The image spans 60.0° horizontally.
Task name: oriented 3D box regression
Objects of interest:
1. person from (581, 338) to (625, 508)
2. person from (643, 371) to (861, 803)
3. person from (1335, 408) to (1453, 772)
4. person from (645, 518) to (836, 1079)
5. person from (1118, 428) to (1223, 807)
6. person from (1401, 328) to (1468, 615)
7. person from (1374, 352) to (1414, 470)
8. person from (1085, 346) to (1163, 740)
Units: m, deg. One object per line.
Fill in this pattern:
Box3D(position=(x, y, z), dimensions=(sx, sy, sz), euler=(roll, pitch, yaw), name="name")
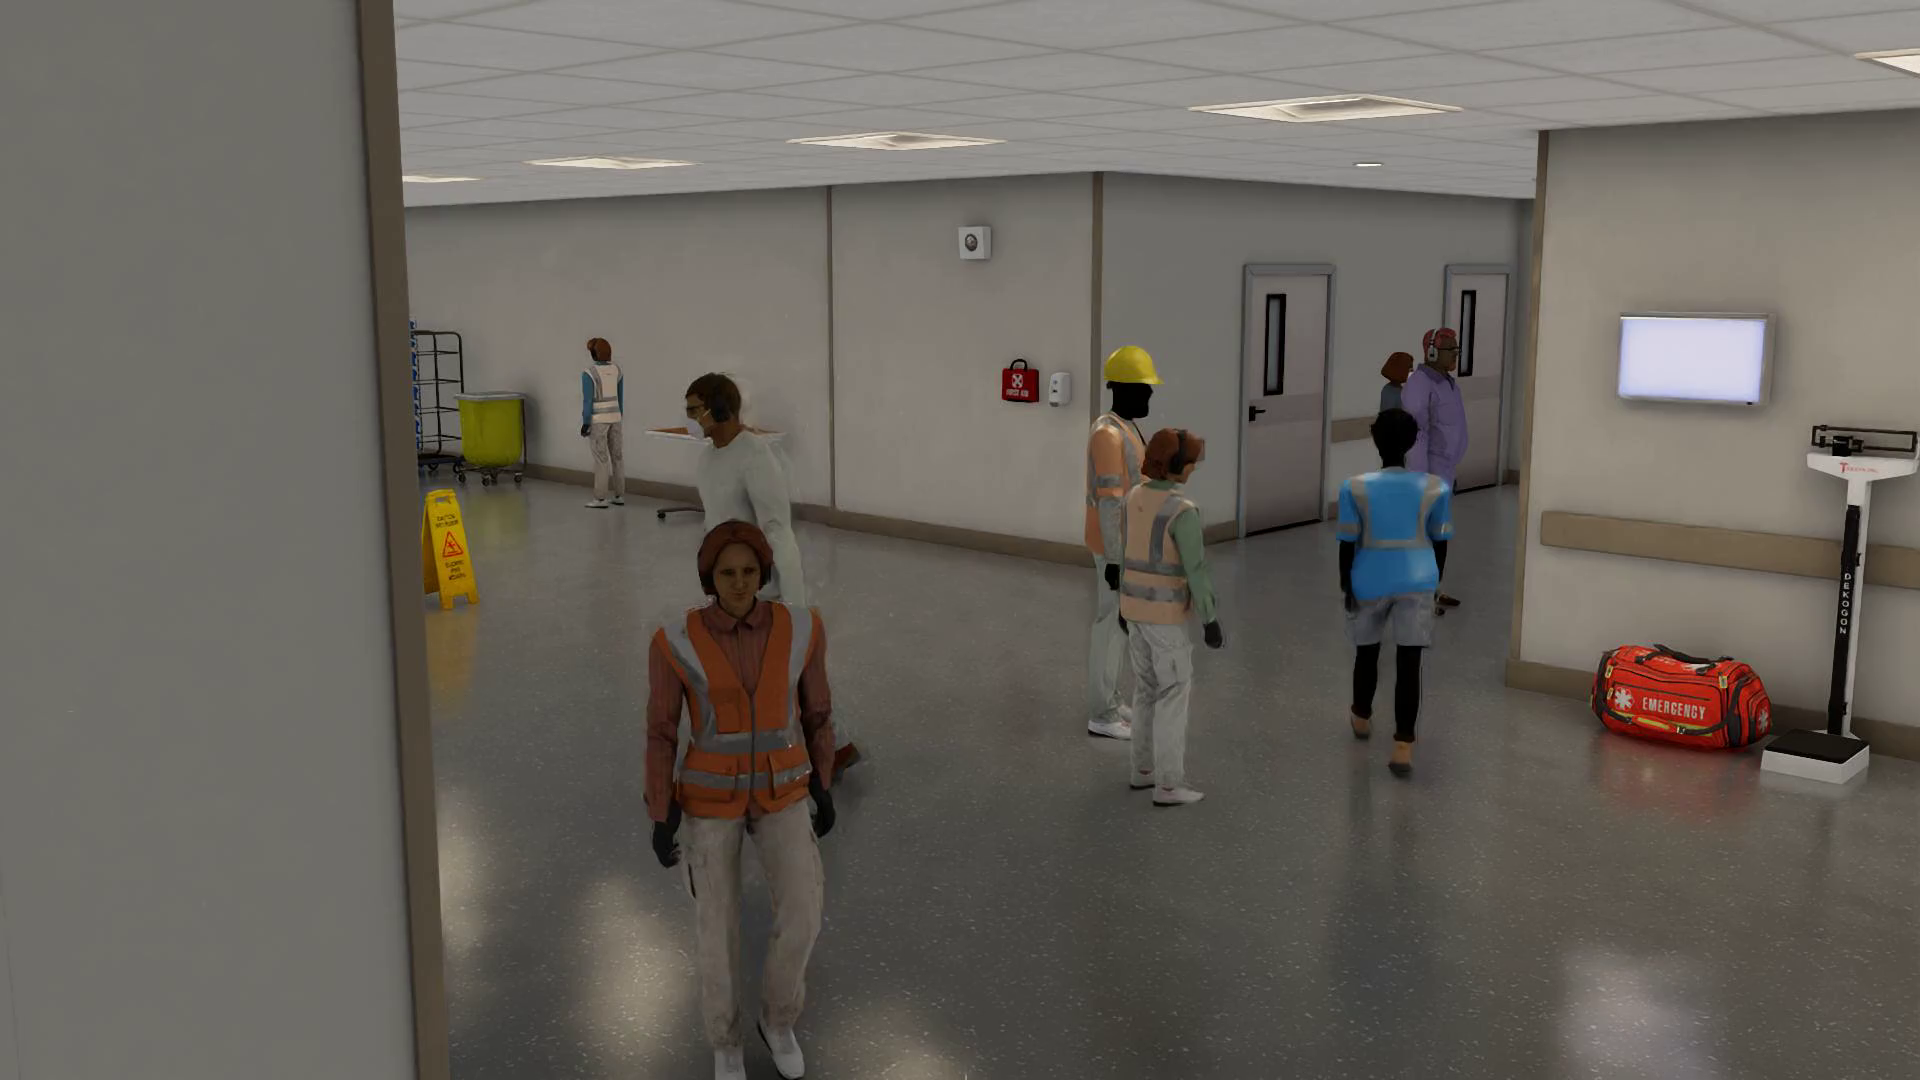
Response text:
Box3D(position=(-3.440, -1.125, 16.035), dimensions=(0.309, 1.641, 0.514), euler=(6, 11, 33), name="person")
Box3D(position=(-0.861, 0.205, 7.202), dimensions=(1.004, 1.882, 0.685), euler=(-4, 10, -24), name="person")
Box3D(position=(2.021, 0.215, 7.779), dimensions=(0.531, 1.652, 0.887), euler=(2, 10, 13), name="person")
Box3D(position=(-0.597, 0.747, 4.593), dimensions=(0.548, 1.622, 0.404), euler=(-3, 10, -18), name="person")
Box3D(position=(0.874, 0.332, 7.143), dimensions=(0.380, 1.625, 0.554), euler=(-4, 10, -23), name="person")
Box3D(position=(3.197, -0.467, 11.187), dimensions=(0.410, 1.909, 0.642), euler=(6, 11, 33), name="person")
Box3D(position=(3.557, -0.732, 13.673), dimensions=(0.282, 1.624, 0.494), euler=(5, 10, 26), name="person")
Box3D(position=(0.805, 0.009, 8.206), dimensions=(0.372, 1.925, 0.595), euler=(2, 9, 12), name="person")
